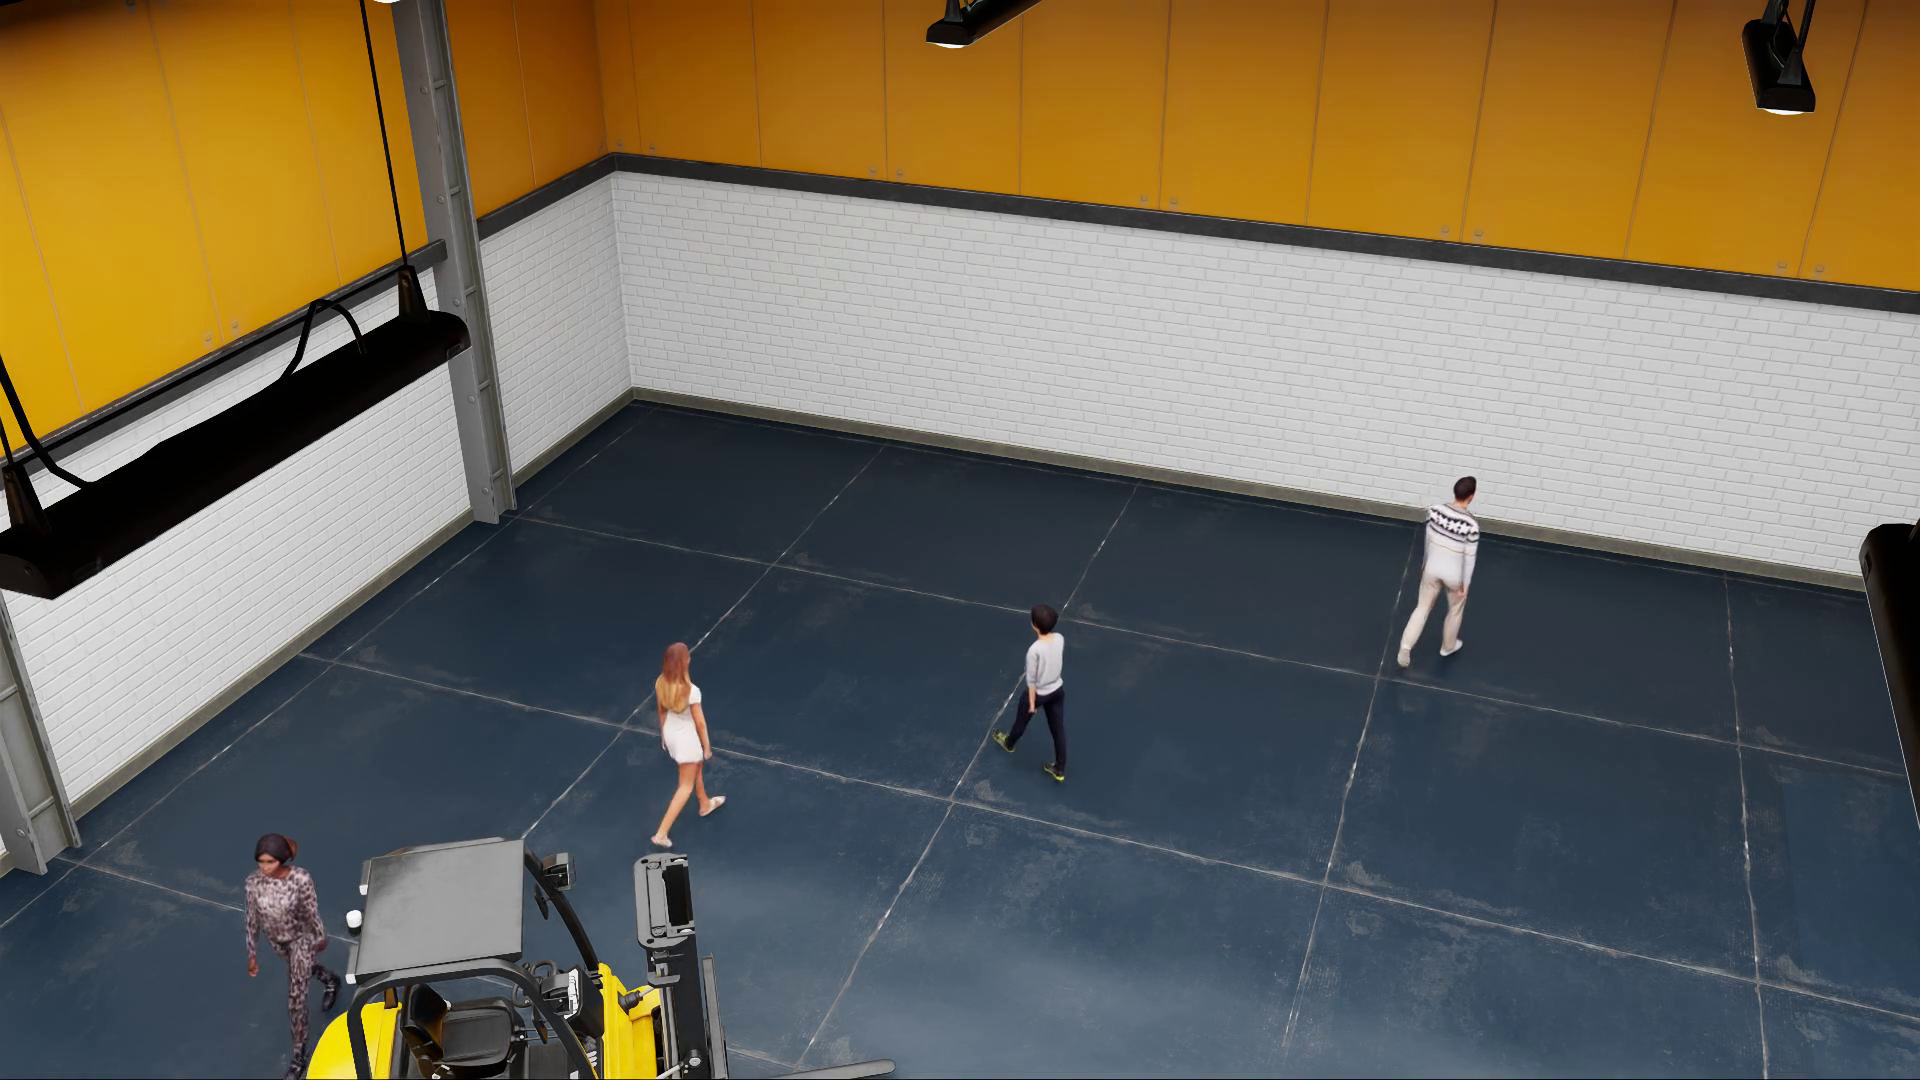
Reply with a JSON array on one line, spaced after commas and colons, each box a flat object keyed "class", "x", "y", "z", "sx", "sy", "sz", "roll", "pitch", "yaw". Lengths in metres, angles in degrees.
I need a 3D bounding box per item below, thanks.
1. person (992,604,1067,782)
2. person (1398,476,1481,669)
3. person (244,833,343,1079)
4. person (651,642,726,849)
[{"class": "person", "x": 0.725, "y": 1.252, "z": 13.306, "sx": 1.000, "sy": 1.522, "sz": 0.958, "roll": -20, "pitch": 35, "yaw": -32}, {"class": "person", "x": 4.258, "y": 0.295, "z": 14.723, "sx": 0.912, "sy": 1.846, "sz": 1.141, "roll": 23, "pitch": 36, "yaw": 36}, {"class": "person", "x": -4.292, "y": 2.557, "z": 10.770, "sx": 0.774, "sy": 1.660, "sz": 1.233, "roll": 3, "pitch": 29, "yaw": 5}, {"class": "person", "x": -2.137, "y": 1.563, "z": 12.583, "sx": 0.749, "sy": 1.669, "sz": 1.136, "roll": 18, "pitch": 33, "yaw": 29}]
